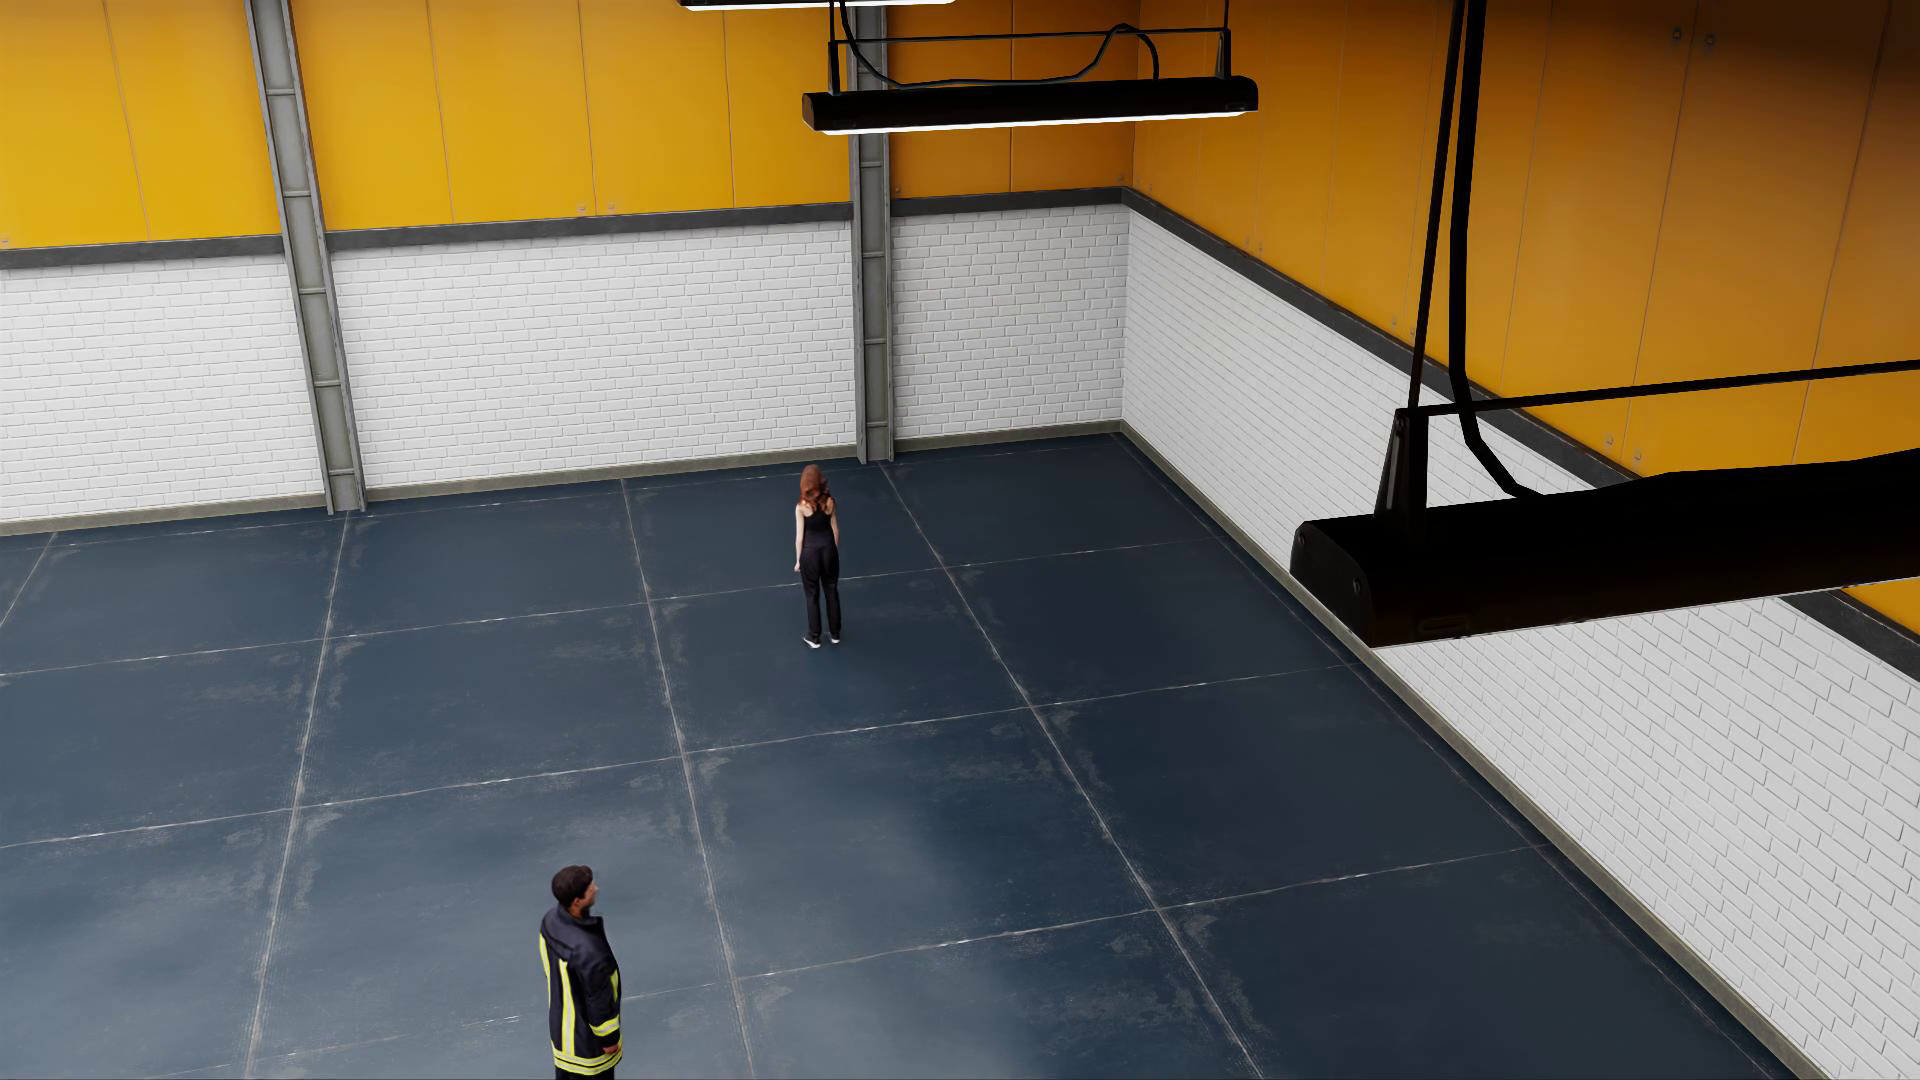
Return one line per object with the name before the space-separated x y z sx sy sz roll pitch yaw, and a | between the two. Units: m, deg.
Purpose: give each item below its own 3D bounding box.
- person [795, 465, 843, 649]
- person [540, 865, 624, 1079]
person | -1.288 0.143 15.167 0.482 1.743 0.661 -10 25 -21
person | -2.097 2.637 9.233 0.826 1.927 0.877 -17 29 -33
